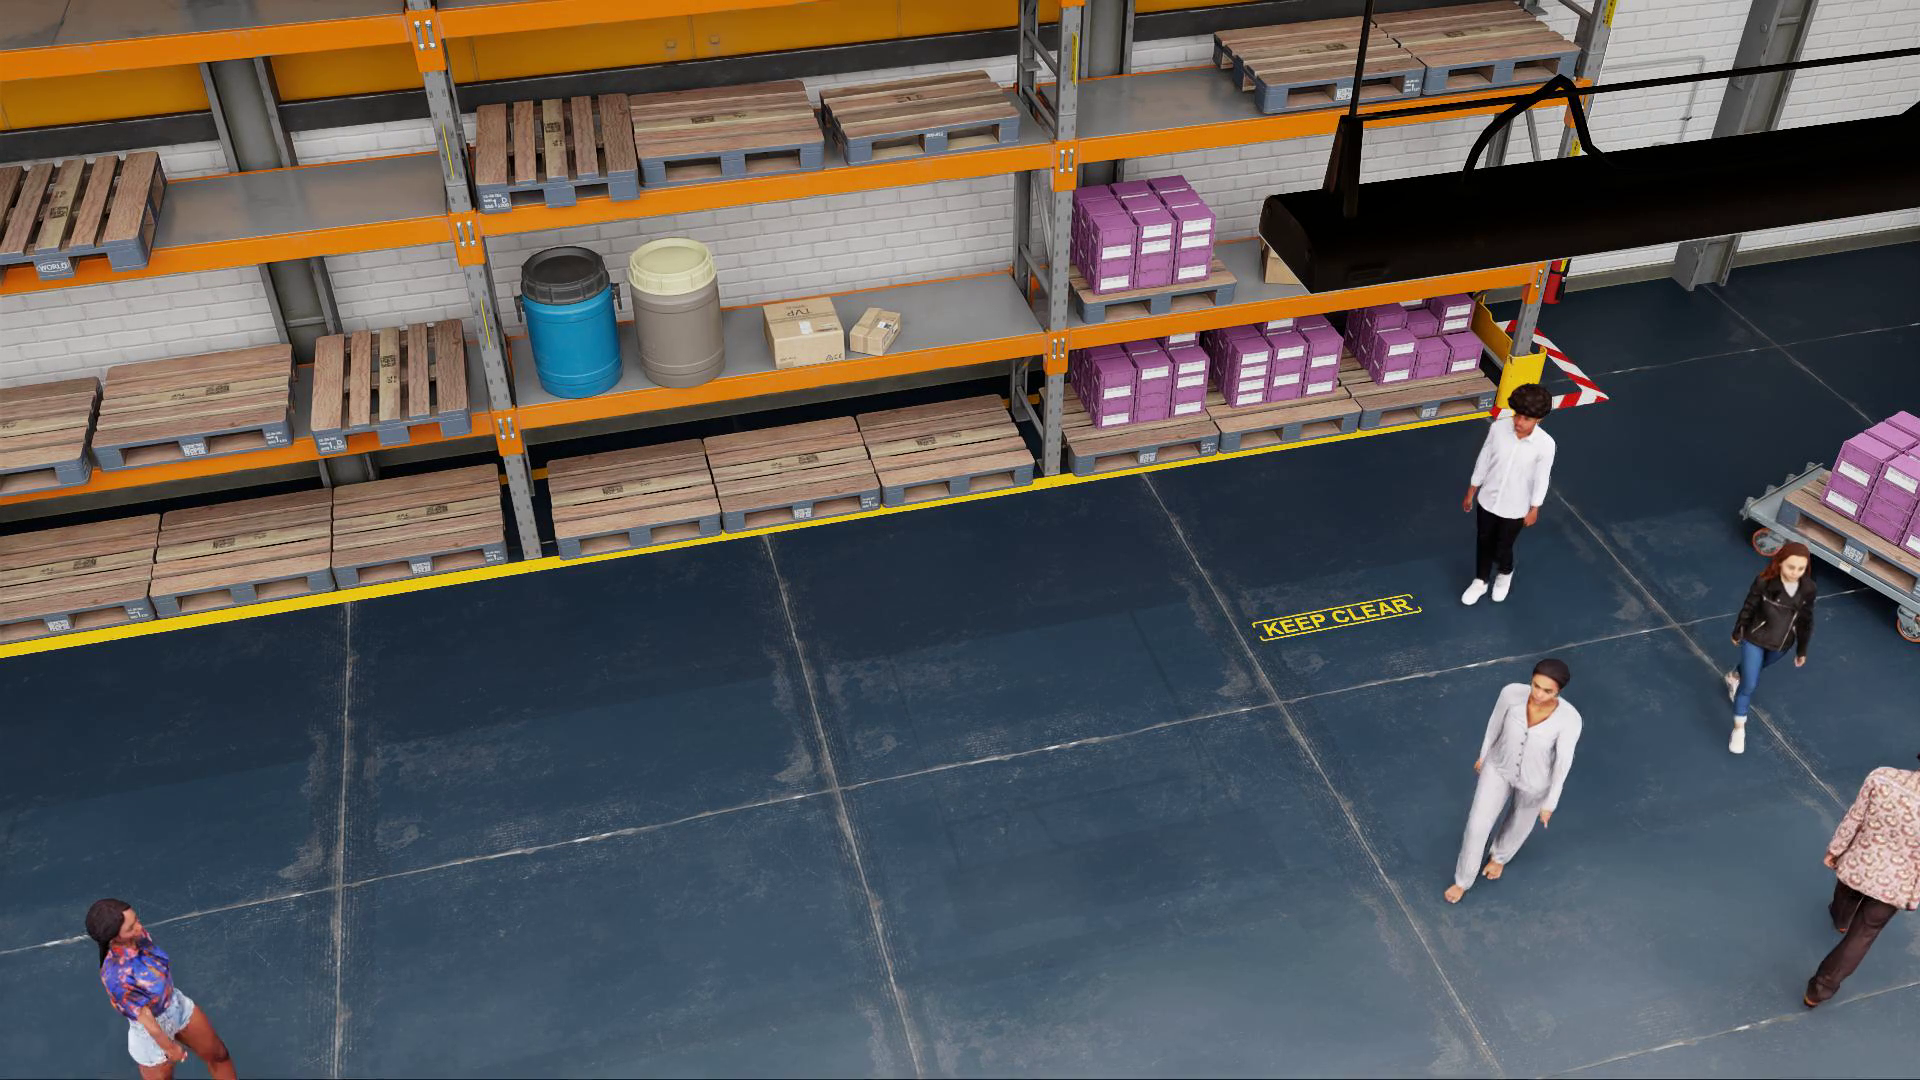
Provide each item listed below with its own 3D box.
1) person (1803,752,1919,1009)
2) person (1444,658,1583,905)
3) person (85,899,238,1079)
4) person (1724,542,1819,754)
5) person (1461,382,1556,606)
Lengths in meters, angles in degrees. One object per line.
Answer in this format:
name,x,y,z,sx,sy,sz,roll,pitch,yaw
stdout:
person,4.809,1.796,8.748,1.267,1.759,1.058,-31,48,-33
person,3.209,1.273,9.438,0.932,1.715,1.005,23,44,26
person,-3.975,2.380,8.056,1.146,1.711,0.708,-3,39,-4
person,5.101,0.575,10.525,0.976,1.450,0.852,4,39,5
person,3.767,-0.334,11.382,0.772,1.800,0.809,32,48,33
